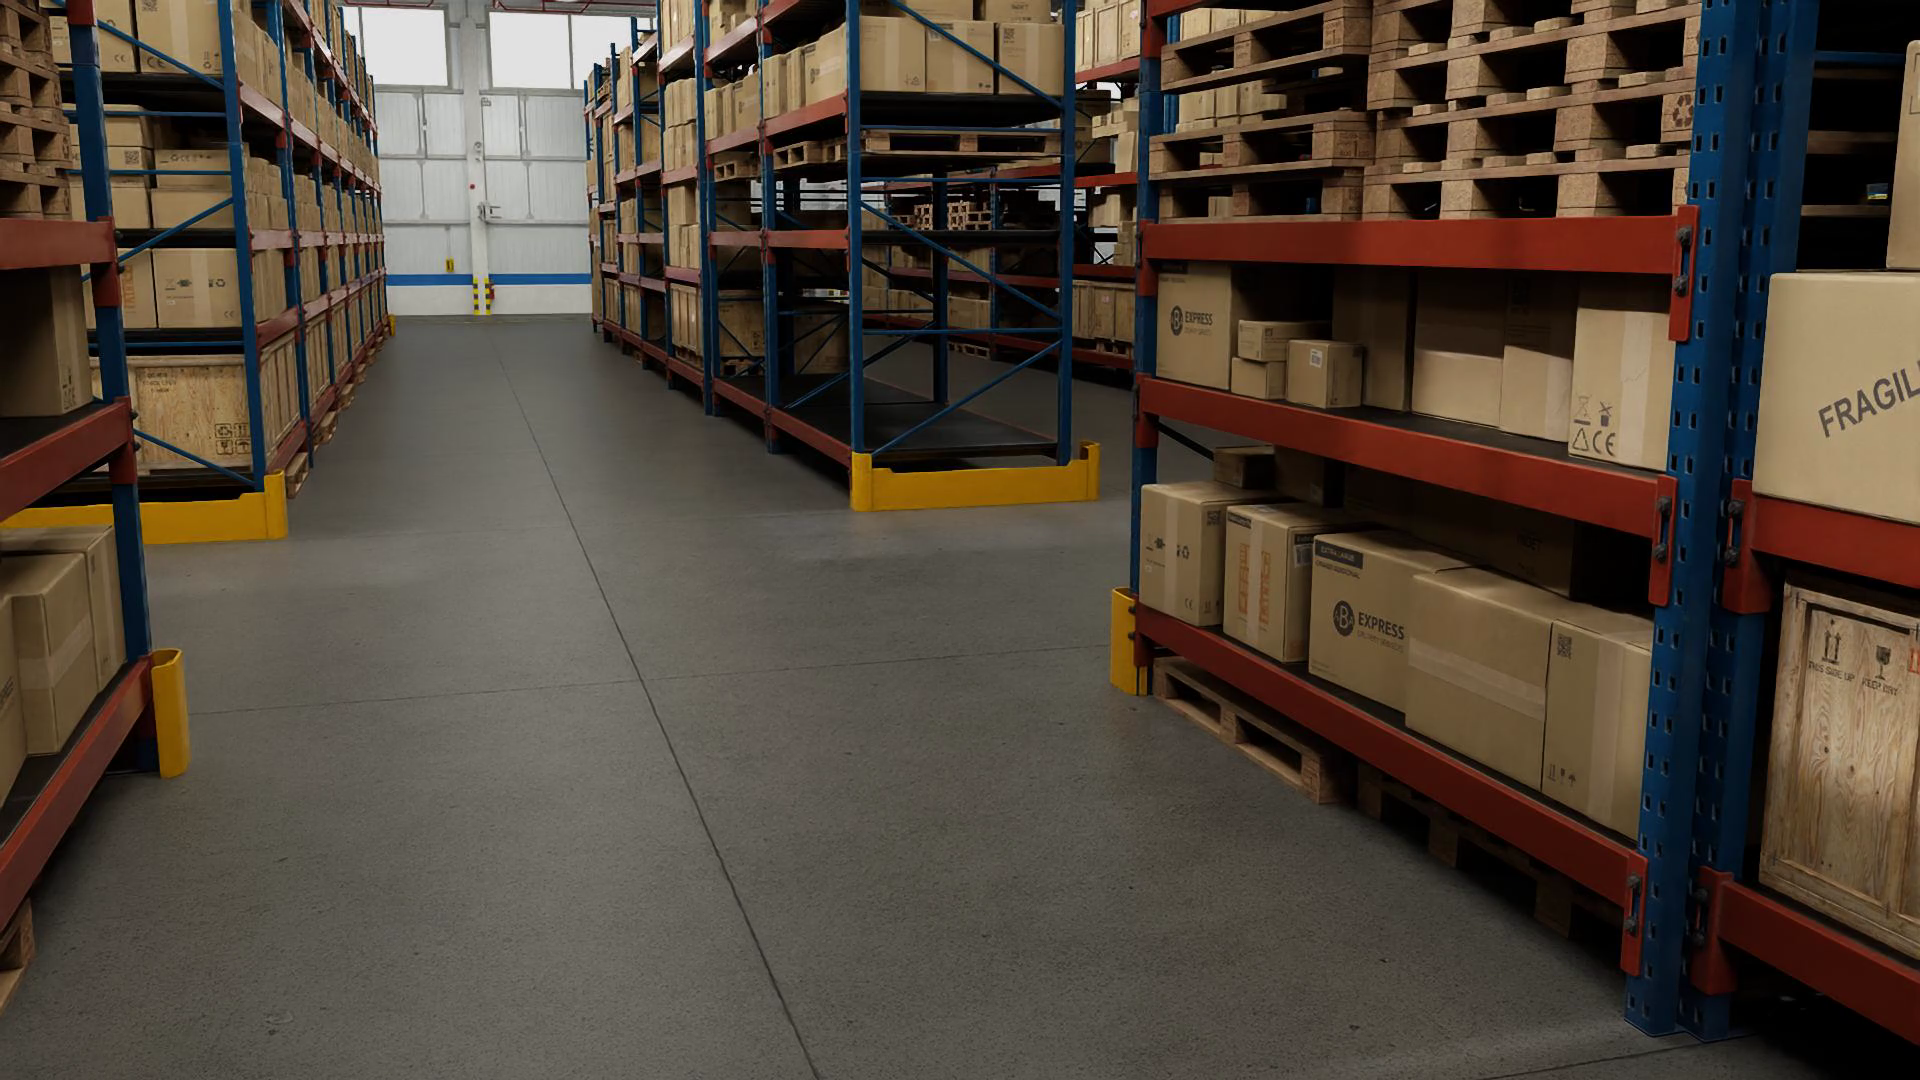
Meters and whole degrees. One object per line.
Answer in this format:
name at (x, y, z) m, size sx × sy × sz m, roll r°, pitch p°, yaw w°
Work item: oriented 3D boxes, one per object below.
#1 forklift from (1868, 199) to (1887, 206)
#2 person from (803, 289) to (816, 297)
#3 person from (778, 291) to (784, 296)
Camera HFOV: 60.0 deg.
forklift at (11.338, -2.915, 21.052) m, size 1.129 × 2.768 × 1.873 m, roll -3°, pitch 11°, yaw -17°
person at (-3.374, -5.113, 35.654) m, size 0.604 × 1.949 × 0.398 m, roll 6°, pitch 12°, yaw 29°
person at (-3.616, -4.521, 32.987) m, size 0.485 × 1.739 × 0.304 m, roll 3°, pitch 11°, yaw 15°
